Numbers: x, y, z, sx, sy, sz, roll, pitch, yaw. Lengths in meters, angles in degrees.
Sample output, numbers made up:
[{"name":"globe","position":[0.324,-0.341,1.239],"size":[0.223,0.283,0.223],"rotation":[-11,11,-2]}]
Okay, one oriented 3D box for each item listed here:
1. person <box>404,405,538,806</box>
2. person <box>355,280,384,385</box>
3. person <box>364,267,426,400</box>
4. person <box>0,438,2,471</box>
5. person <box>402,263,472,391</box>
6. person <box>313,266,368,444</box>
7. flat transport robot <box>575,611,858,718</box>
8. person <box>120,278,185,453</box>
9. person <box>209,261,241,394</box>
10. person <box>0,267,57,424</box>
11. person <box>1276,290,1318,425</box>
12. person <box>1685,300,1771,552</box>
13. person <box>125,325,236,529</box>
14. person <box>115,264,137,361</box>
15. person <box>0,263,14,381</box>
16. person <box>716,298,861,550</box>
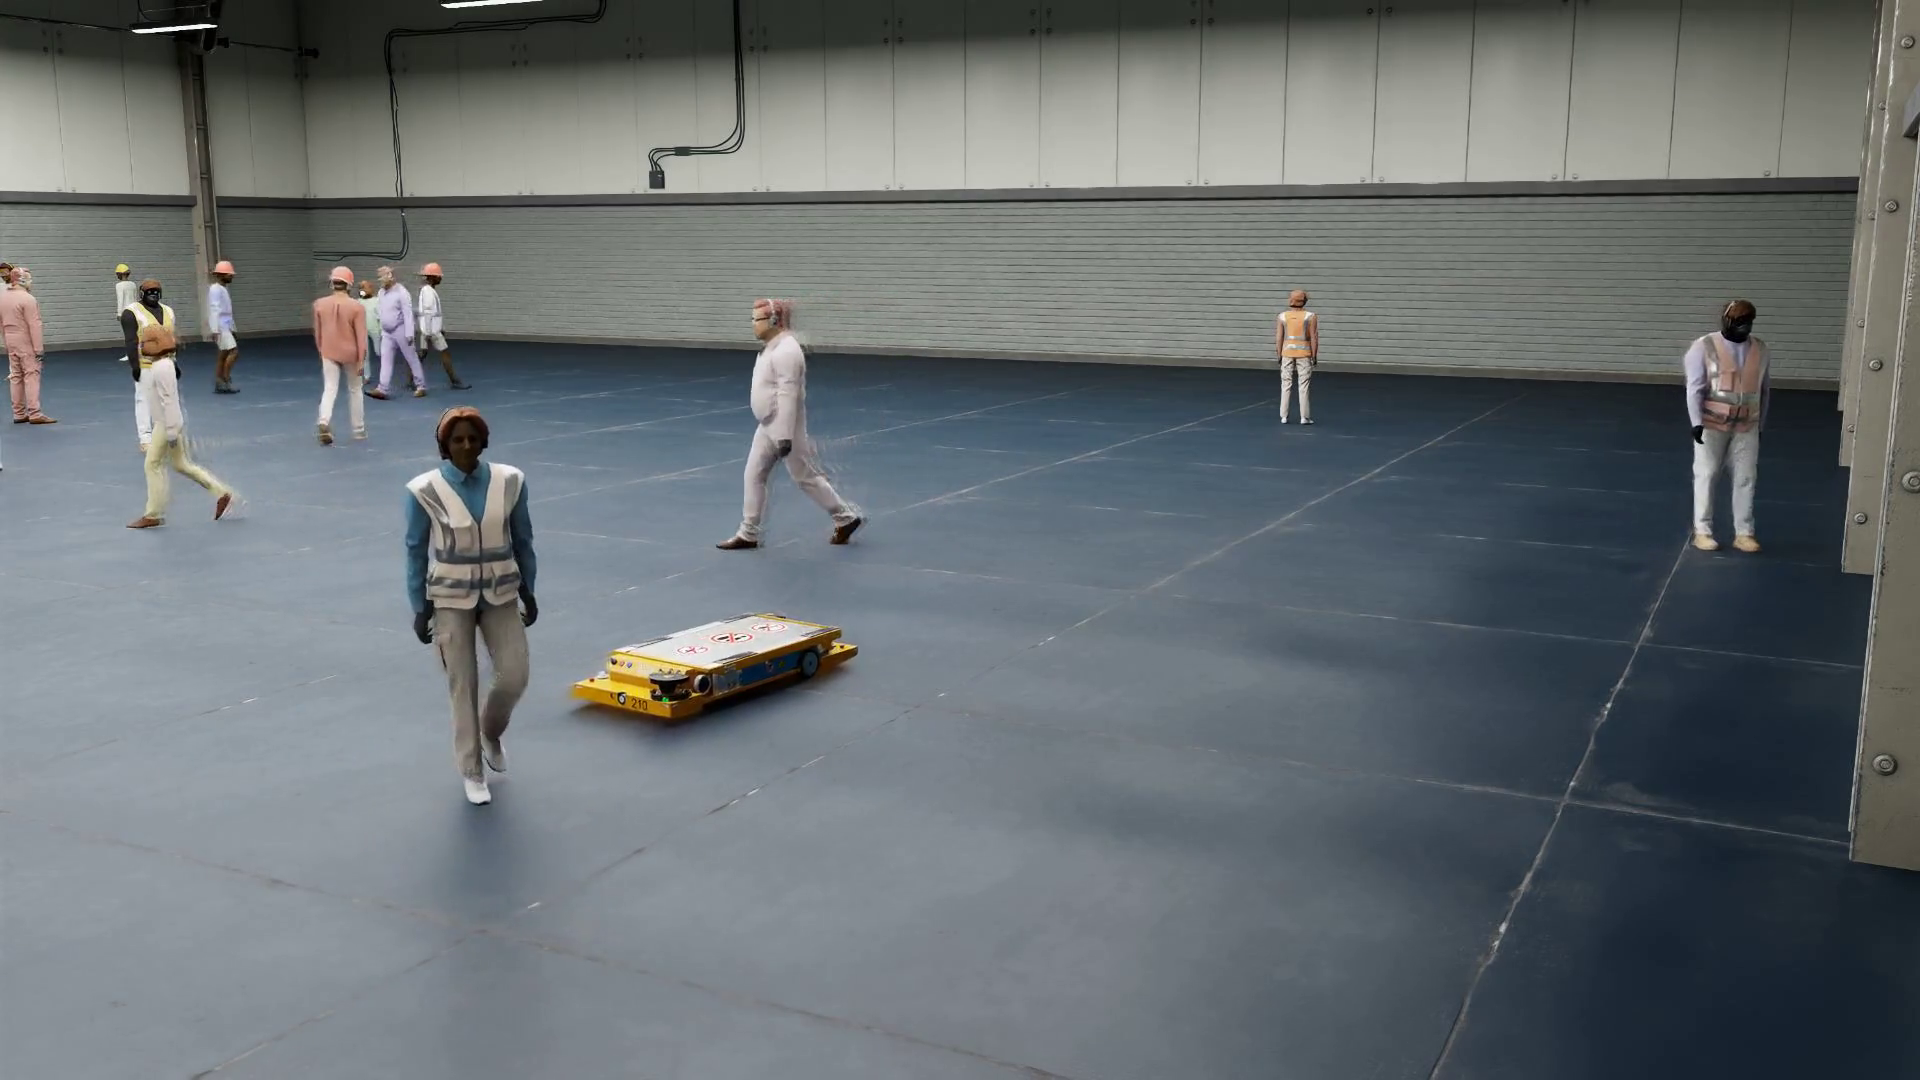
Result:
[{"name":"person","position":[-1.982,0.257,6.769],"size":[0.533,1.623,0.398],"rotation":[-6,12,-31]},{"name":"person","position":[-9.096,-3.218,25.760],"size":[0.524,1.613,0.547],"rotation":[1,10,6]},{"name":"person","position":[-7.918,-2.890,23.340],"size":[0.769,1.840,1.000],"rotation":[6,12,29]},{"name":"person","position":[-9.498,-1.504,16.011],"size":[0.318,1.764,0.522],"rotation":[-2,11,-9]},{"name":"person","position":[-7.832,-3.142,24.610],"size":[0.986,1.889,0.565],"rotation":[-4,11,-22]},{"name":"person","position":[-6.883,-2.049,18.450],"size":[0.608,1.964,0.891],"rotation":[-1,10,-3]},{"name":"flat transport robot","position":[-1.219,0.612,8.537],"size":[0.652,0.197,1.431],"rotation":[7,12,34]},{"name":"person","position":[-8.570,-1.855,17.714],"size":[0.430,1.840,0.623],"rotation":[4,11,23]},{"name":"person","position":[-10.645,-3.069,24.113],"size":[0.532,1.914,0.567],"rotation":[-2,11,-11]},{"name":"person","position":[-11.407,-2.366,20.321],"size":[0.646,1.904,0.401],"rotation":[5,12,27]},{"name":"person","position":[4.093,-2.215,20.218],"size":[0.514,1.640,0.310],"rotation":[5,12,27]},{"name":"person","position":[5.593,-0.830,12.137],"size":[0.645,1.833,0.478],"rotation":[0,10,1]},{"name":"person","position":[-6.215,-0.903,13.164],"size":[0.762,1.608,0.509],"rotation":[-5,11,-24]},{"name":"person","position":[-15.323,-4.177,30.573],"size":[0.310,1.768,0.533],"rotation":[1,10,7]},{"name":"person","position":[-14.992,-3.449,26.352],"size":[0.515,1.863,0.314],"rotation":[0,10,-2]},{"name":"person","position":[-1.237,-0.843,12.179],"size":[1.010,1.854,0.656],"rotation":[-4,11,-23]}]
